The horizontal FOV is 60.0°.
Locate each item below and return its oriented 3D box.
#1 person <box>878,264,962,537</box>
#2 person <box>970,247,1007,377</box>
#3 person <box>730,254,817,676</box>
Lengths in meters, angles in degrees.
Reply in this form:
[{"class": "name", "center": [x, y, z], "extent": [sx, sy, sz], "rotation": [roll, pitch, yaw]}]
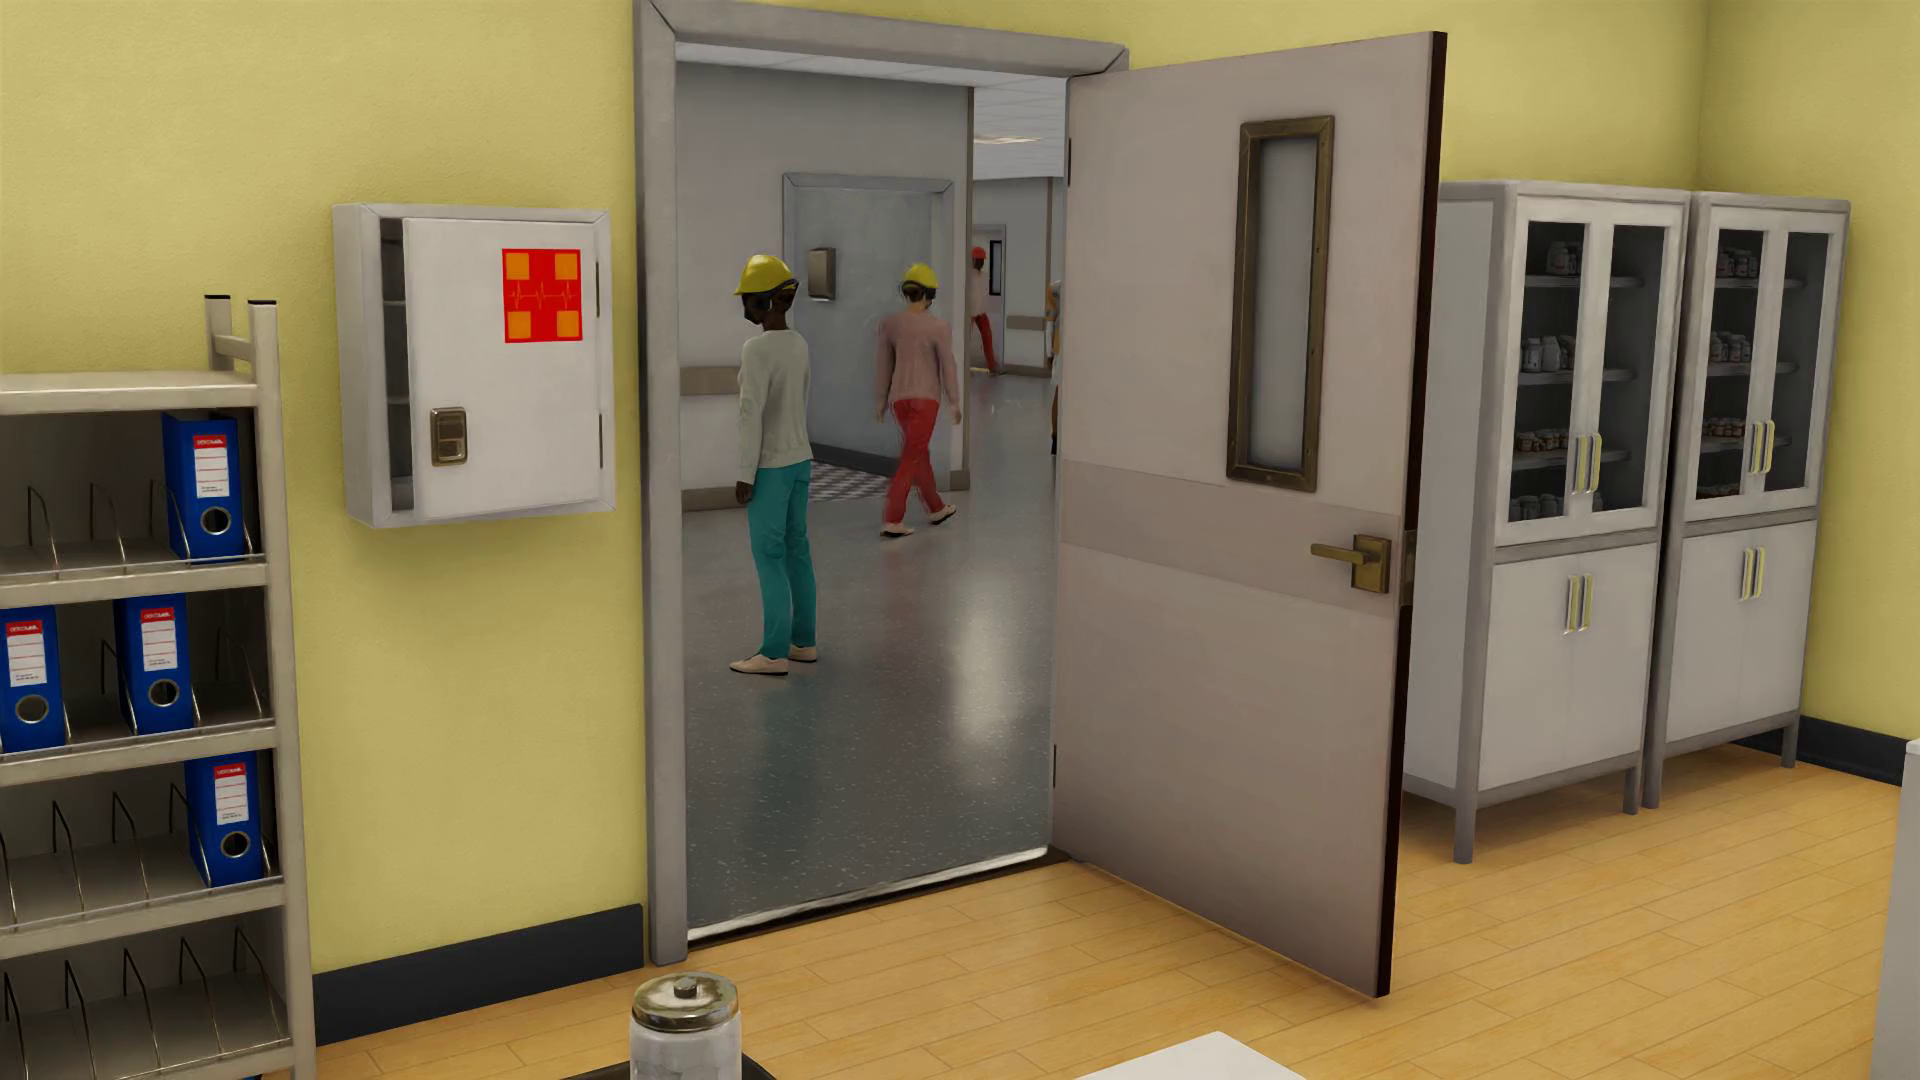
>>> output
[{"class": "person", "center": [-0.245, -0.903, 10.686], "extent": [0.543, 1.711, 0.900], "rotation": [7, 12, 35]}, {"class": "person", "center": [0.319, -3.419, 25.055], "extent": [0.925, 1.954, 0.649], "rotation": [10, 13, 43]}, {"class": "person", "center": [-0.799, -0.313, 7.016], "extent": [0.337, 1.757, 0.518], "rotation": [4, 10, 17]}]
